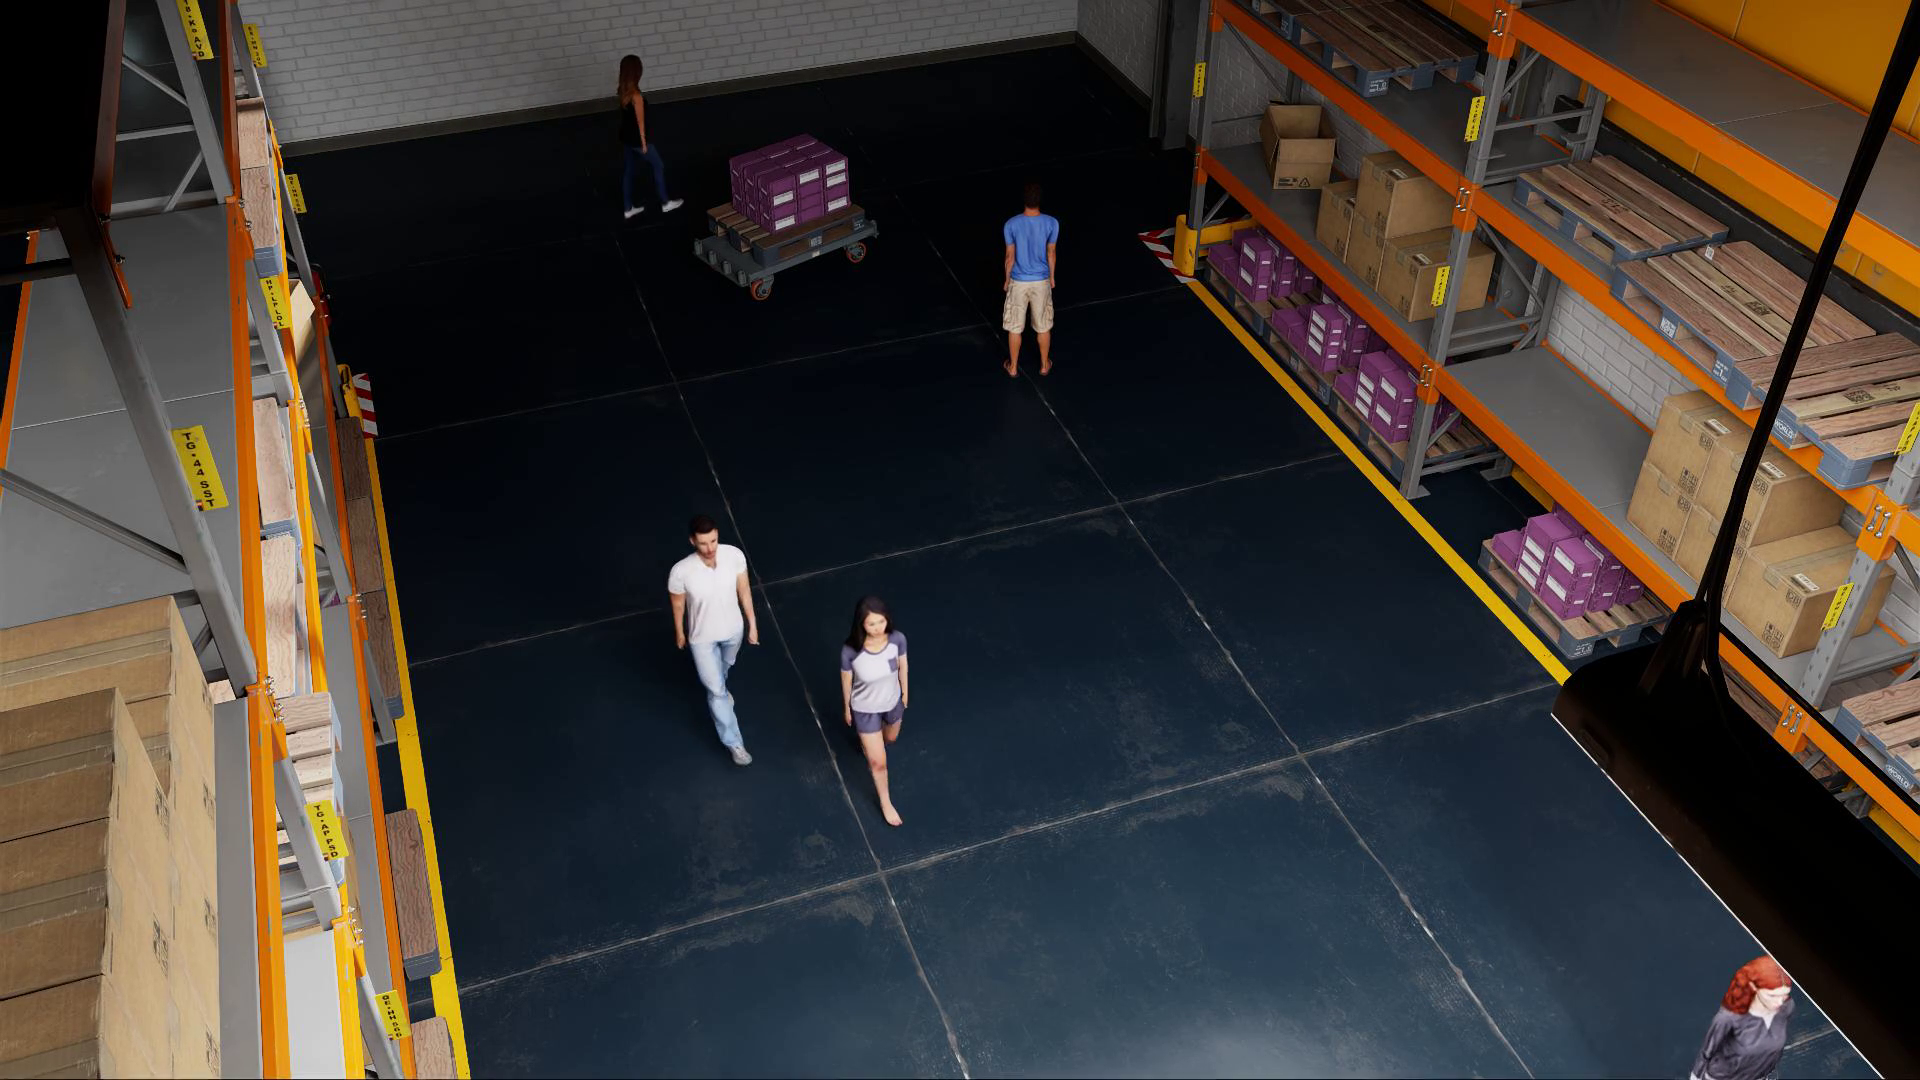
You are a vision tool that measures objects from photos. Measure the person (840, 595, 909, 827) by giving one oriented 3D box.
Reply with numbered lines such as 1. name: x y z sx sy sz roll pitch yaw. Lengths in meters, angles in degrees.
1. person: -0.553 0.987 10.574 0.654 1.684 1.032 -17 42 -20

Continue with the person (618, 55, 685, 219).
1. person: -3.349 -4.033 16.853 0.833 1.693 0.880 -30 47 -32

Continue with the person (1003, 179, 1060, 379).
1. person: 0.610 -2.271 14.511 0.696 1.864 0.642 -3 39 -4

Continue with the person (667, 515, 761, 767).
1. person: -1.647 0.541 11.034 0.817 1.808 1.233 -20 43 -23

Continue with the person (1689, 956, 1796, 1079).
1. person: 3.850 2.678 8.383 0.611 1.777 0.604 -9 39 -11
